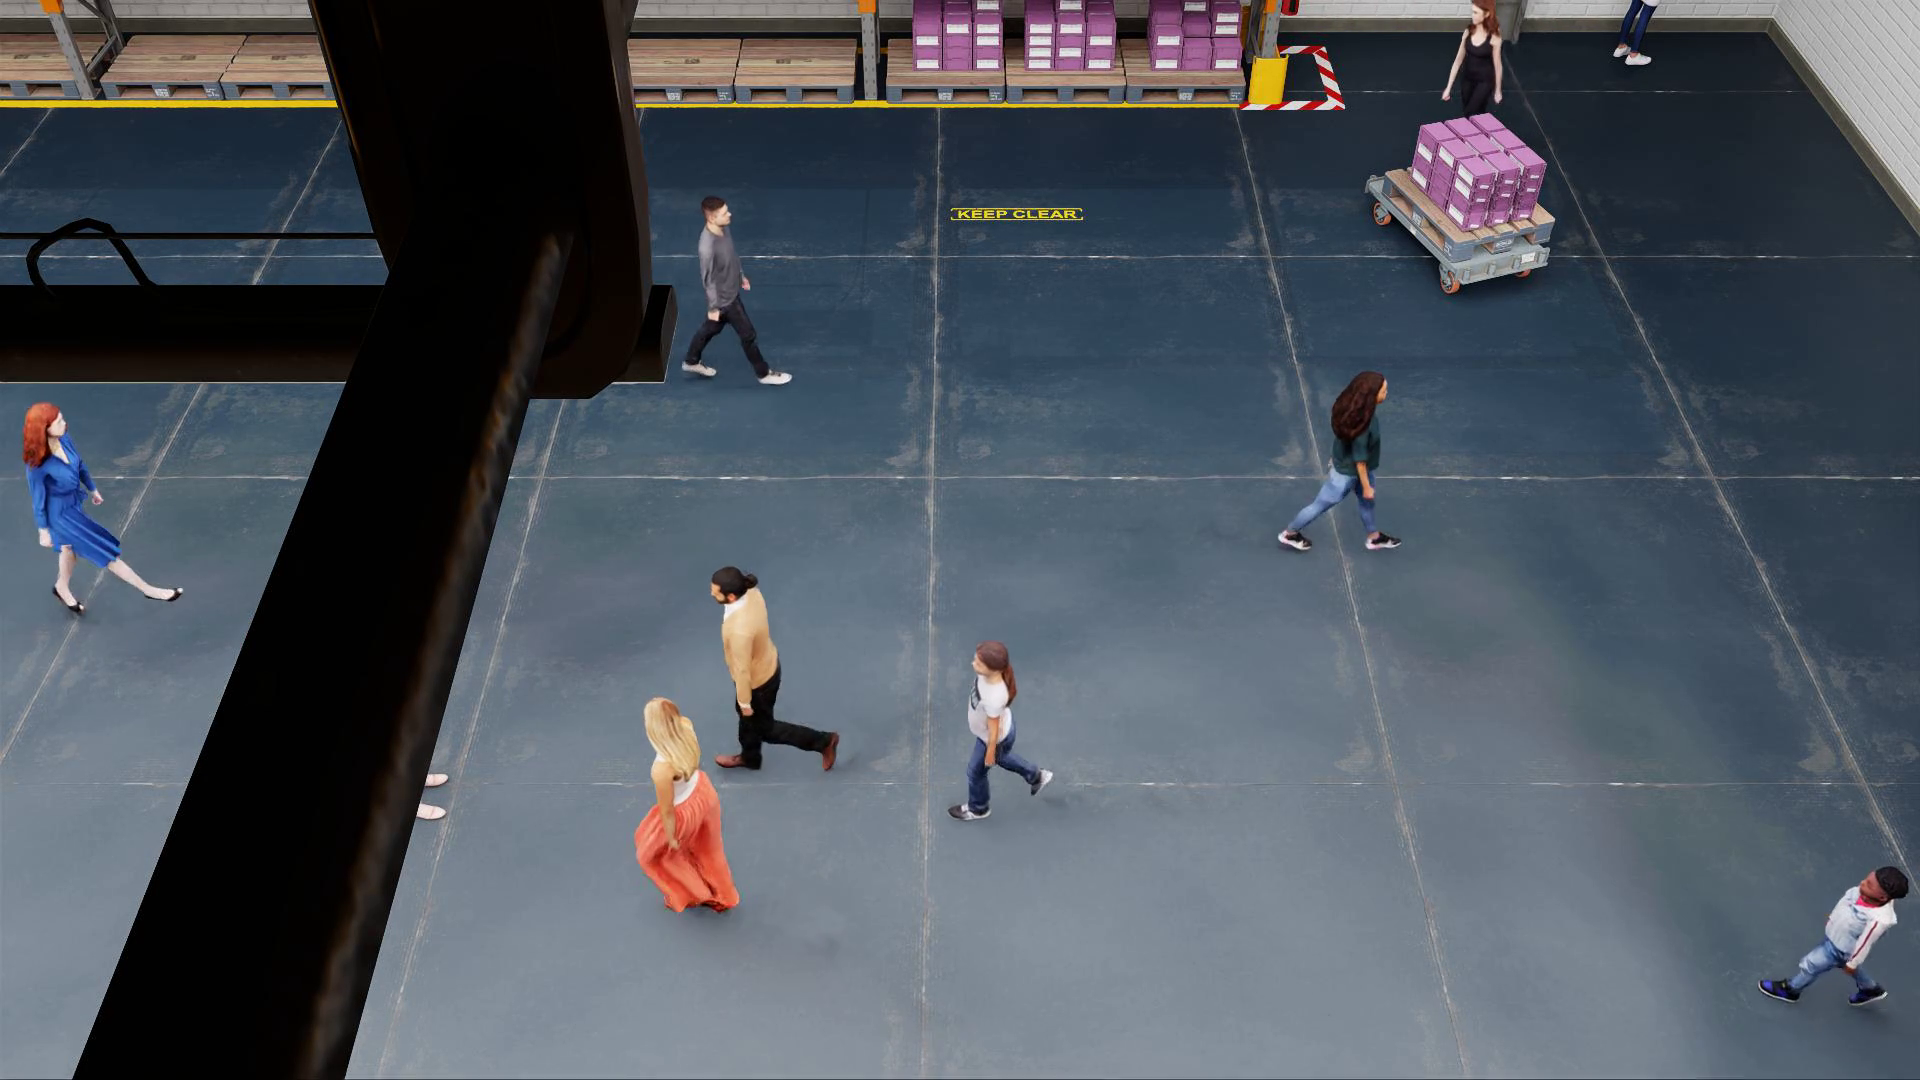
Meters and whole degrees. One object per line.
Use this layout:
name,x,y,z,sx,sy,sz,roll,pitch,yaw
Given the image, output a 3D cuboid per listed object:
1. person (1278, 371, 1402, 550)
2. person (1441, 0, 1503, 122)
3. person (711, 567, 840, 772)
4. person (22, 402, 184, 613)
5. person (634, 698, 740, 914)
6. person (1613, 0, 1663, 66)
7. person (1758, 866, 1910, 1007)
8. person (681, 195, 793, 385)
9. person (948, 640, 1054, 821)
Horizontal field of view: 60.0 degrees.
person,2.637,-0.488,11.638,1.151,1.573,0.743,8,44,8
person,4.890,-4.252,15.497,0.816,1.700,0.881,32,52,29
person,-1.173,0.829,10.141,1.038,1.731,0.709,-4,44,-4
person,-6.049,-0.133,11.130,1.115,1.759,0.673,3,44,4
person,-1.452,1.543,9.351,0.902,1.786,0.773,13,45,13
person,7.085,-5.755,17.019,0.643,1.776,0.678,-13,45,-13
person,4.908,2.182,9.074,0.906,1.243,0.675,14,45,15
person,-1.936,-1.935,13.048,1.107,1.723,0.605,1,44,1
person,0.251,1.135,9.952,0.857,1.549,0.536,0,44,0
